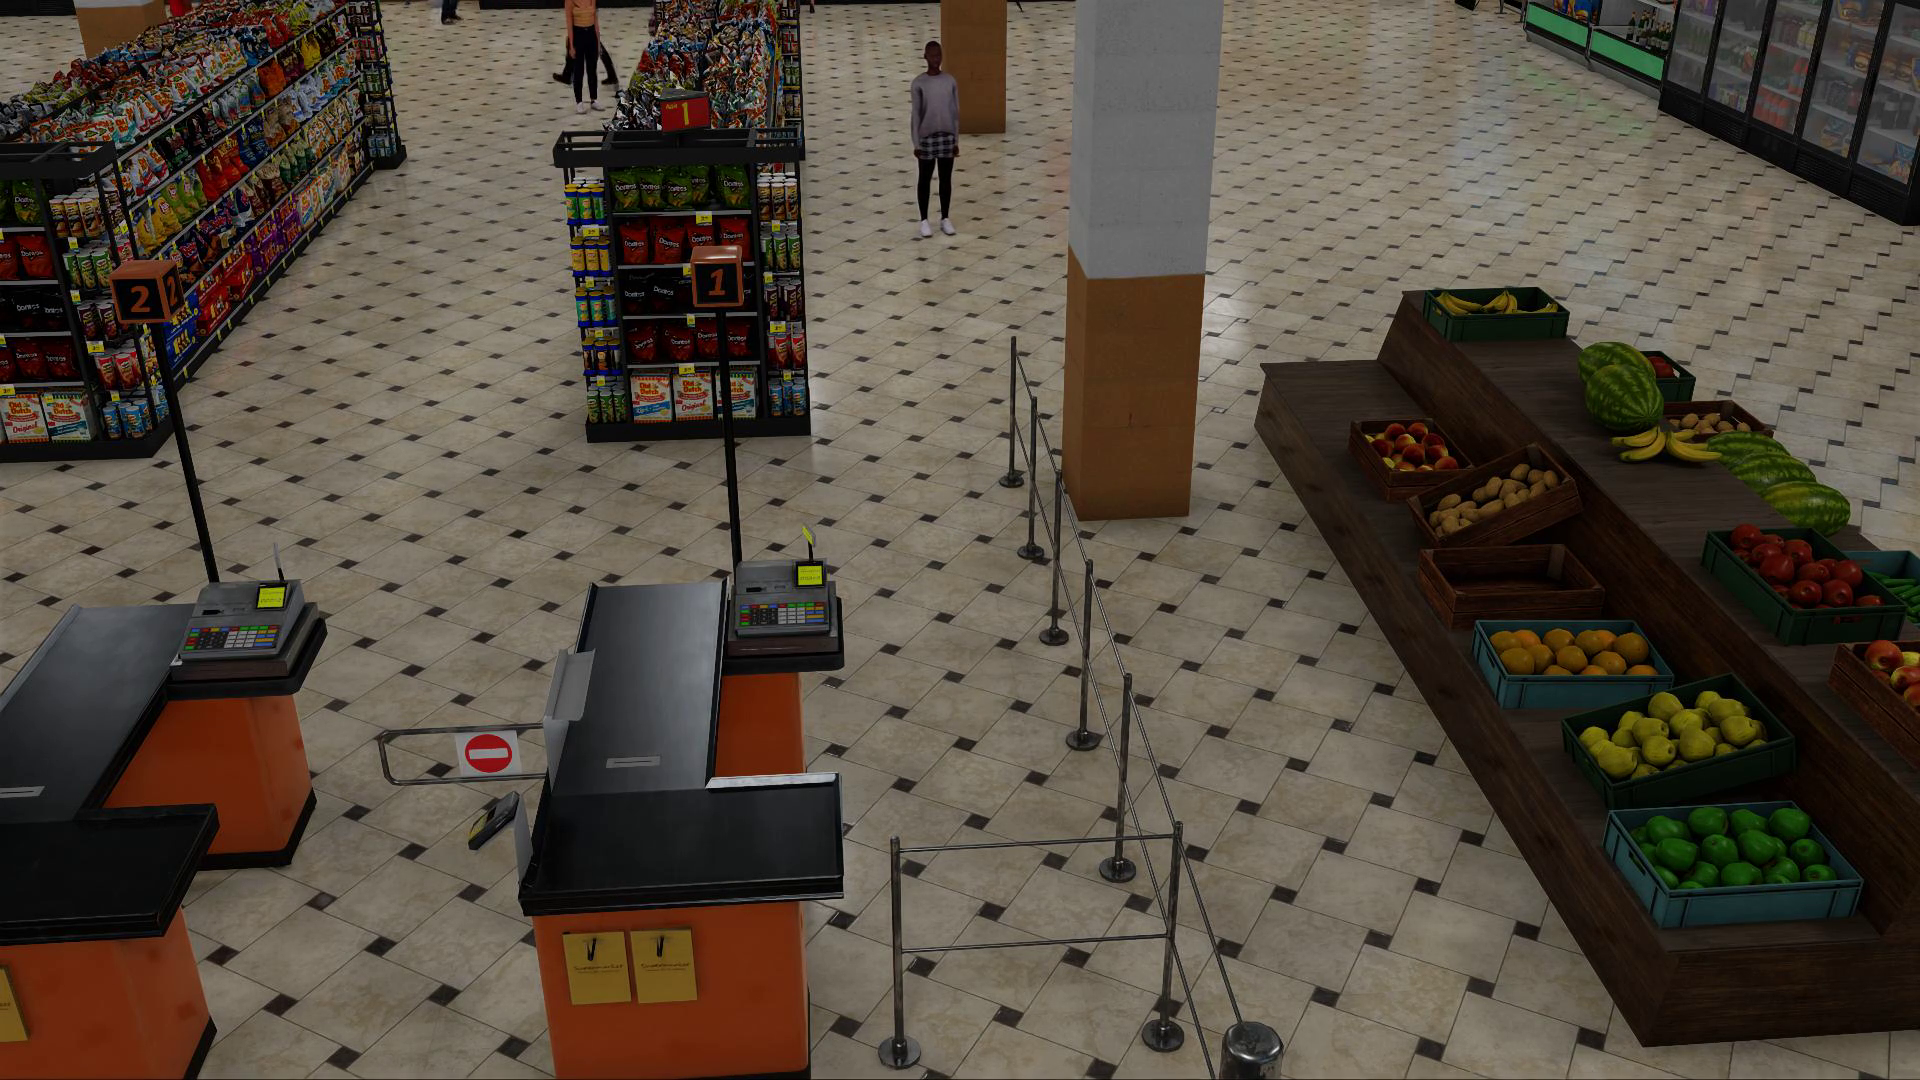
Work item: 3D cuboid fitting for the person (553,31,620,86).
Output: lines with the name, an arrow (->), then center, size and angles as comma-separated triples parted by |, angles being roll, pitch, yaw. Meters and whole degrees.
person -> -4.723, -6.615, 21.150 | 1.093, 1.745, 1.207 | 11, 29, 20

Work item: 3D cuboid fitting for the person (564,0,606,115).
person -> -4.547, -6.009, 20.084 | 0.654, 1.629, 0.675 | -18, 32, -32

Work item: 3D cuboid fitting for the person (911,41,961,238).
person -> -0.230, -3.716, 15.403 | 0.663, 1.772, 0.616 | -9, 28, -18

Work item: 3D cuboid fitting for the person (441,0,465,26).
person -> -7.895, -8.586, 25.540 | 0.606, 1.290, 0.533 | -6, 28, -12
